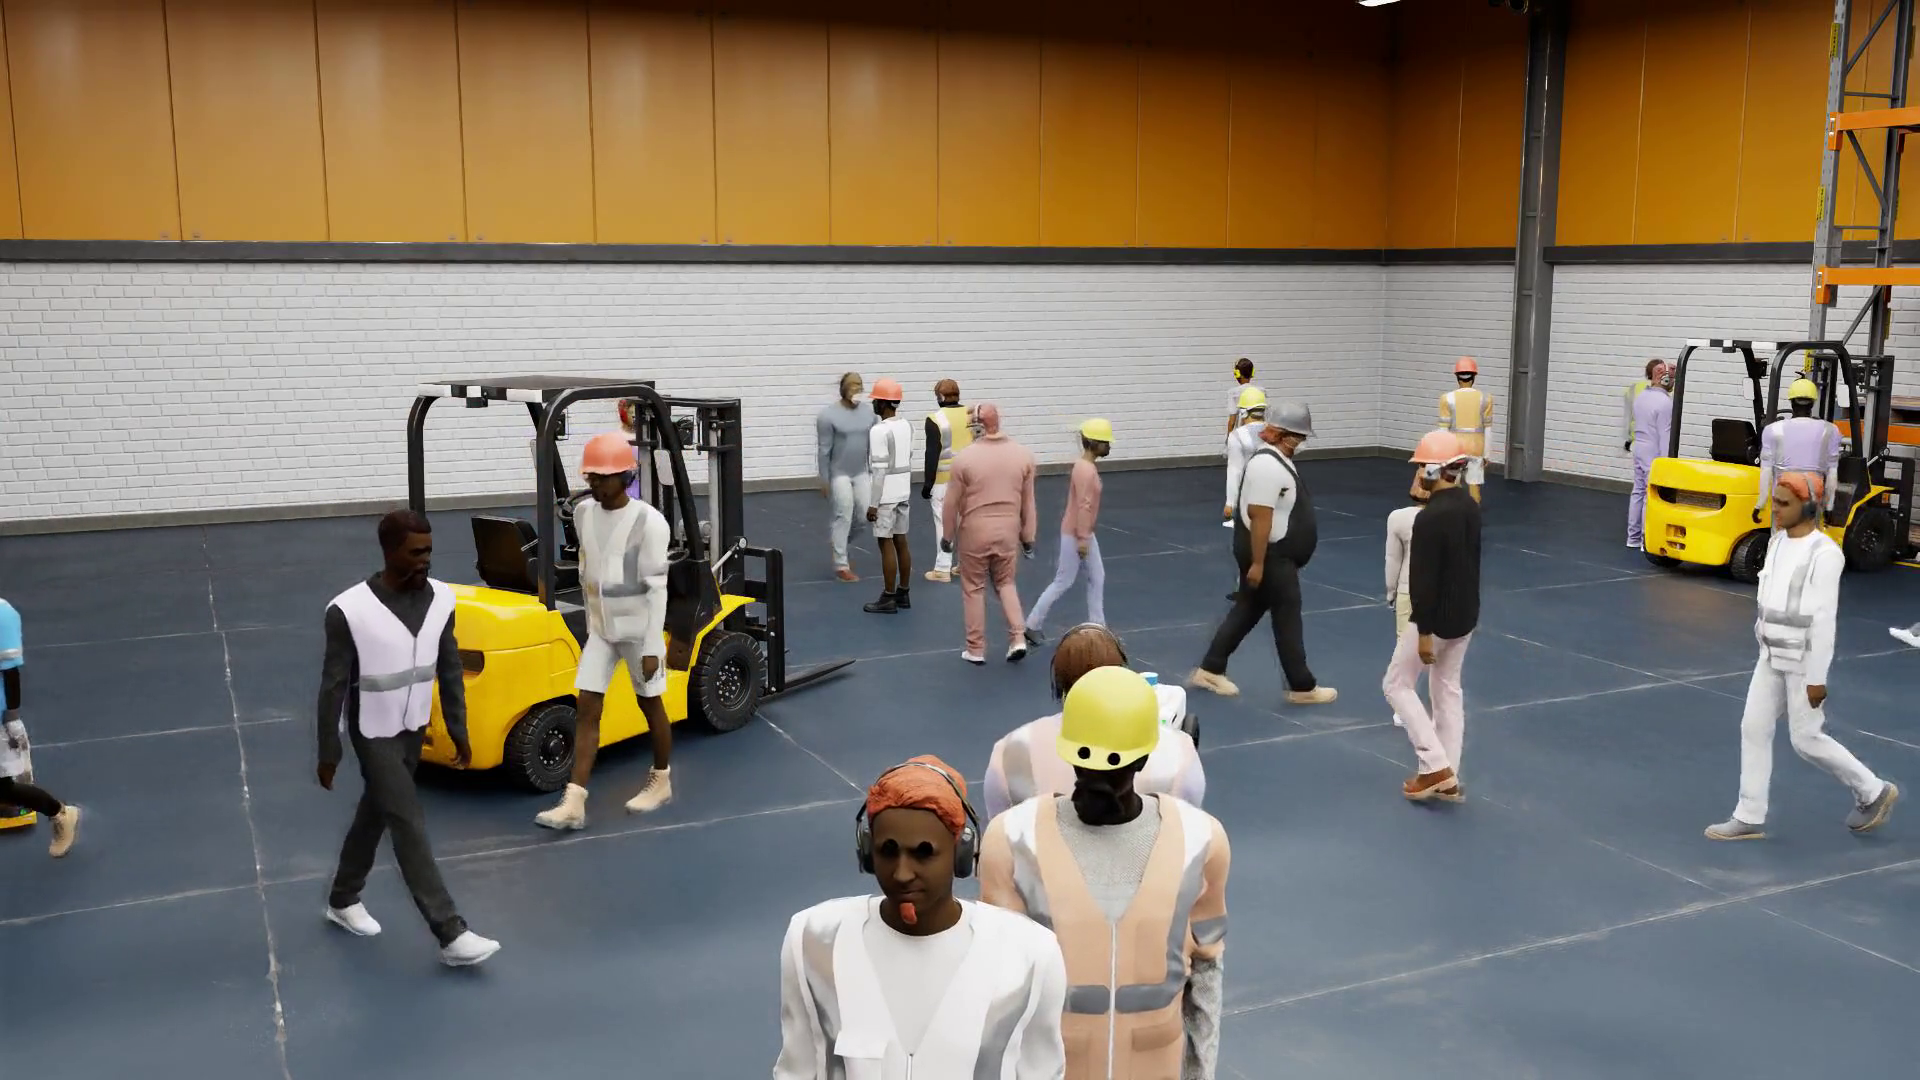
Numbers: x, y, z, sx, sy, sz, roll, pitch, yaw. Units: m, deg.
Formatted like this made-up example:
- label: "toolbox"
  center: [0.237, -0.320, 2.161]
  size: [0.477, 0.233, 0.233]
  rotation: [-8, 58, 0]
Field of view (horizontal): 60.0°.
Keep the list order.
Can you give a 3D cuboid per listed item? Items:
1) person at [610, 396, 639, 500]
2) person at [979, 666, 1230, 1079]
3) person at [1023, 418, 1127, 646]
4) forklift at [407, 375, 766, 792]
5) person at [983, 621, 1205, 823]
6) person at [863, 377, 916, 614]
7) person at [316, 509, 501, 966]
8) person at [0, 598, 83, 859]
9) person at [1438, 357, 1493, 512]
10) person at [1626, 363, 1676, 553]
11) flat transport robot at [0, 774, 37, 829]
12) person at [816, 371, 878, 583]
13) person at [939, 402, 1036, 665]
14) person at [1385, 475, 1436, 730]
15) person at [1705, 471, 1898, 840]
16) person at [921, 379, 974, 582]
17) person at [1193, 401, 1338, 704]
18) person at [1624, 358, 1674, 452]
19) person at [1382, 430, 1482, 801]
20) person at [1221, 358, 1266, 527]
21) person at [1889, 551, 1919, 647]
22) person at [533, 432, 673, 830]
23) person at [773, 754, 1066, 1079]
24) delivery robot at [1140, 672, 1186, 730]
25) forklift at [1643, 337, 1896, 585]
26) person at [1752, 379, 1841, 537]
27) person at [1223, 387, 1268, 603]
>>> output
- label: "person"
  center: [-2.707, -0.282, 13.505]
  size: [0.732, 1.822, 0.575]
  rotation: [5, 11, 30]
- label: "person"
  center: [0.334, 1.222, 3.864]
  size: [0.589, 1.923, 0.383]
  rotation: [-1, 9, -5]
- label: "person"
  center: [0.830, -0.054, 12.391]
  size: [0.778, 1.731, 0.534]
  rotation: [2, 9, 11]
- label: "forklift"
  center: [-2.268, 0.149, 9.685]
  size: [1.214, 2.155, 2.313]
  rotation: [6, 11, 32]
- label: "person"
  center: [0.364, 1.147, 4.667]
  size: [0.620, 1.818, 0.750]
  rotation: [2, 9, 13]
- label: "person"
  center: [-0.592, -0.365, 13.655]
  size: [0.352, 1.942, 0.546]
  rotation: [5, 10, 28]
- label: "person"
  center: [-2.293, 0.784, 6.797]
  size: [1.061, 1.849, 0.599]
  rotation: [5, 10, 28]
- label: "person"
  center: [-4.378, 0.764, 7.485]
  size: [0.539, 1.676, 0.695]
  rotation: [3, 10, 17]
- label: "person"
  center: [5.146, -0.898, 17.006]
  size: [0.543, 1.928, 0.374]
  rotation: [1, 9, 5]
- label: "person"
  center: [6.947, -0.814, 16.584]
  size: [0.403, 1.900, 0.636]
  rotation: [-1, 9, -5]
- label: "flat transport robot"
  center: [-5.244, 1.262, 8.727]
  size: [0.652, 0.197, 1.431]
  rotation: [-5, 11, -30]
- label: "person"
  center: [-1.020, -0.571, 15.008]
  size: [0.678, 1.915, 0.521]
  rotation: [-8, 12, -39]
- label: "person"
  center: [0.184, -0.038, 11.791]
  size: [0.680, 1.886, 0.464]
  rotation: [-4, 10, -23]
- label: "person"
  center: [2.853, 0.348, 10.182]
  size: [0.505, 1.633, 0.279]
  rotation: [5, 10, 27]
- label: "person"
  center: [4.146, 0.581, 8.093]
  size: [0.824, 1.858, 0.574]
  rotation: [0, 9, -2]
- label: "person"
  center: [-0.101, -0.541, 15.076]
  size: [0.622, 1.838, 0.429]
  rotation: [-8, 12, -41]
- label: "person"
  center: [1.977, 0.039, 10.844]
  size: [0.910, 2.000, 0.703]
  rotation: [1, 9, 8]
- label: "person"
  center: [7.854, -1.157, 18.944]
  size: [0.632, 1.823, 0.692]
  rotation: [9, 13, 43]
- label: "person"
  center: [2.503, 0.407, 8.753]
  size: [0.621, 1.973, 0.435]
  rotation: [-8, 12, -41]
- label: "person"
  center: [3.101, -1.055, 18.181]
  size: [0.519, 1.865, 0.327]
  rotation: [-4, 10, -24]
- label: "person"
  center: [7.220, 0.067, 12.061]
  size: [0.517, 1.586, 0.845]
  rotation: [-7, 11, -35]
- label: "person"
  center: [-1.764, 0.469, 8.286]
  size: [0.639, 1.997, 0.982]
  rotation: [5, 10, 29]
- label: "person"
  center: [-0.084, 1.342, 3.250]
  size: [0.574, 1.883, 0.355]
  rotation: [1, 9, 5]
- label: "delivery robot"
  center: [1.049, 0.983, 9.278]
  size: [0.477, 0.478, 0.707]
  rotation: [2, 9, 16]
- label: "forklift"
  center: [7.551, -0.789, 15.507]
  size: [2.313, 2.155, 1.214]
  rotation: [-4, 10, -25]
- label: "person"
  center: [6.866, -0.345, 13.683]
  size: [0.628, 1.939, 0.496]
  rotation: [3, 10, 17]
- label: "person"
  center: [2.455, -0.369, 14.016]
  size: [0.593, 1.832, 0.403]
  rotation: [-6, 11, -31]
